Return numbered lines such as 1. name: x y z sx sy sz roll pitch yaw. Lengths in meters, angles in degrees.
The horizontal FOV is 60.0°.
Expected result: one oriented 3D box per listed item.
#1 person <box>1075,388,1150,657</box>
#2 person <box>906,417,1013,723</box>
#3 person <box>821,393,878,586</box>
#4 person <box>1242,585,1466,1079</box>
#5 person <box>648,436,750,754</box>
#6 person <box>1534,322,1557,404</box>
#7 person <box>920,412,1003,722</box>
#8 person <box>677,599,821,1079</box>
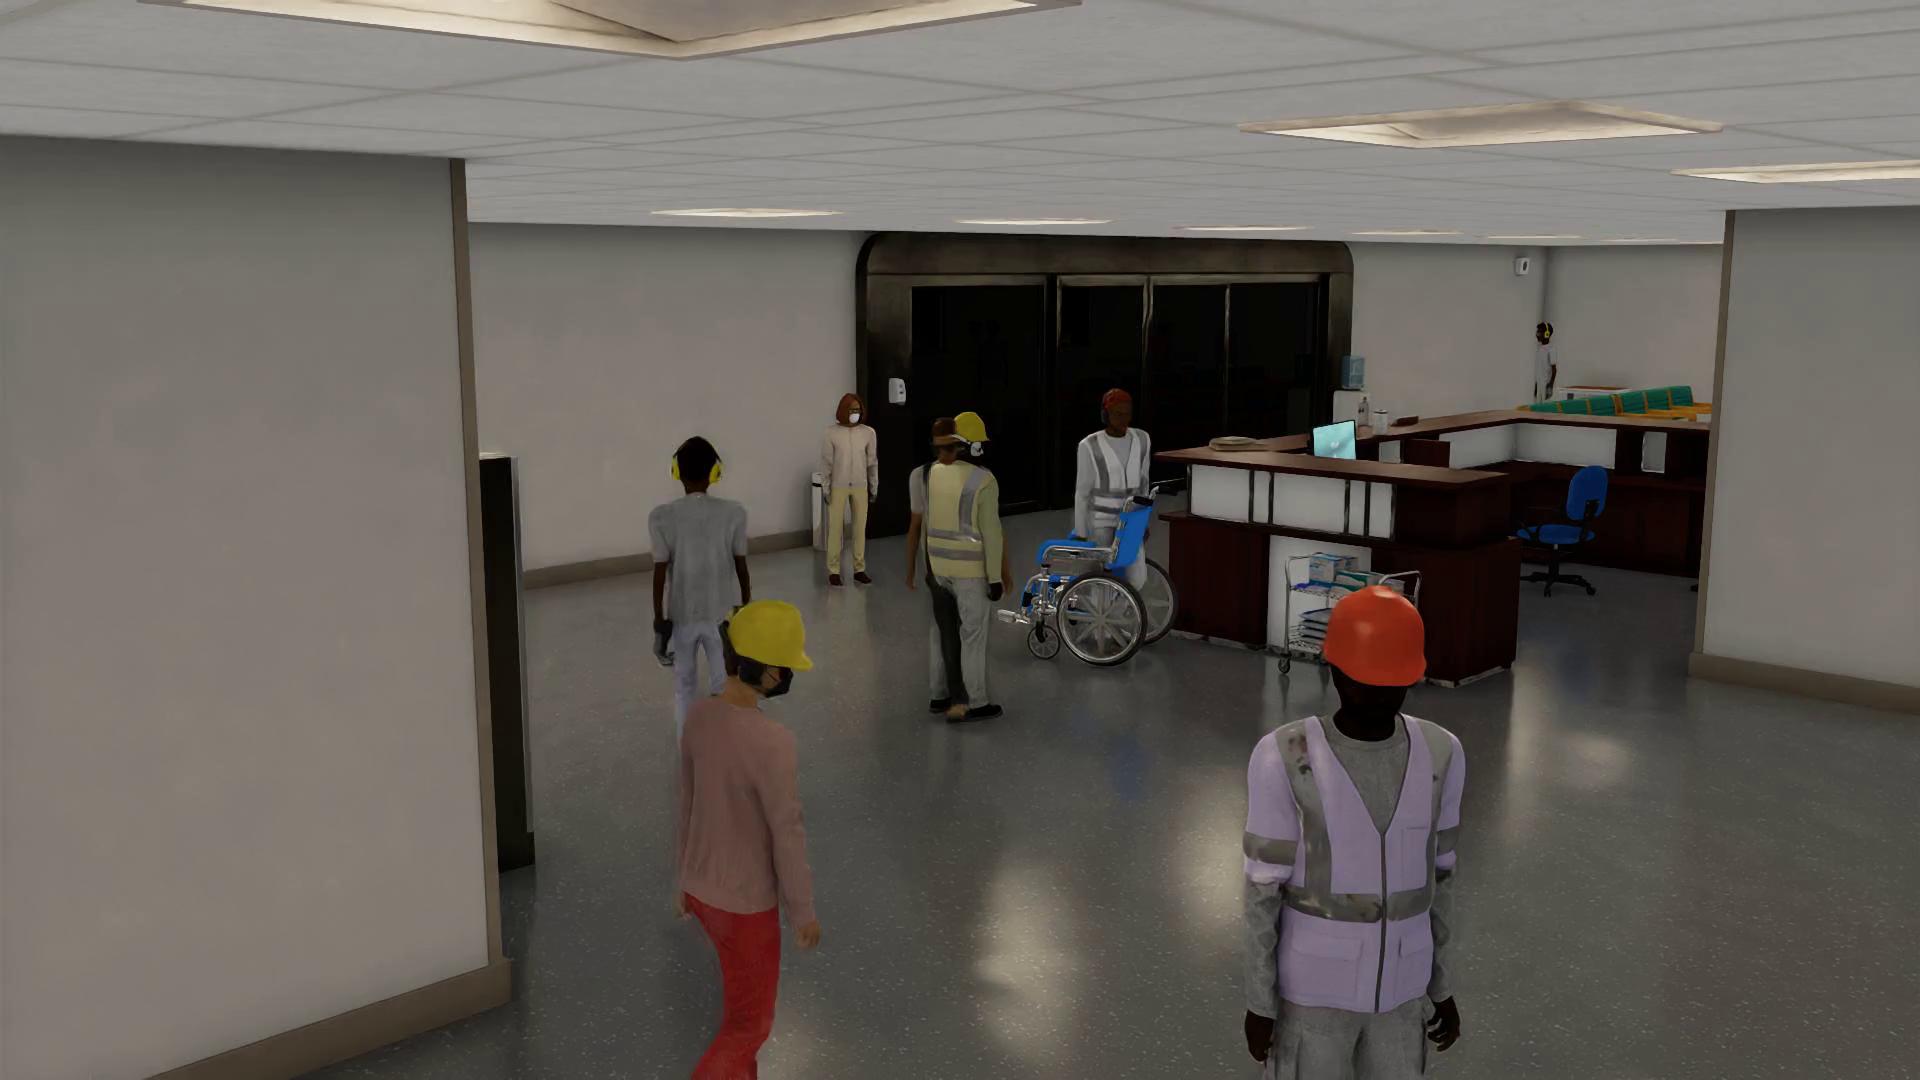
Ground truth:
1. person: 1.046 -0.116 11.369 0.606 1.862 0.471 -5 10 -26
2. person: -0.005 0.168 9.839 0.611 1.807 0.800 0 9 -1
3. person: -0.926 -0.423 13.989 0.504 1.627 0.285 -4 10 -23
4. person: 0.948 1.054 3.970 0.551 1.932 0.377 -2 9 -11
5. person: -1.268 0.409 8.222 0.517 1.837 0.817 -2 9 -10
6. person: 8.619 -2.271 24.555 0.309 1.868 0.535 0 9 -3
7. person: 0.022 0.156 9.828 0.598 1.824 0.403 8 13 42
8. person: -0.688 1.022 4.792 0.675 1.729 0.528 -7 11 -35
